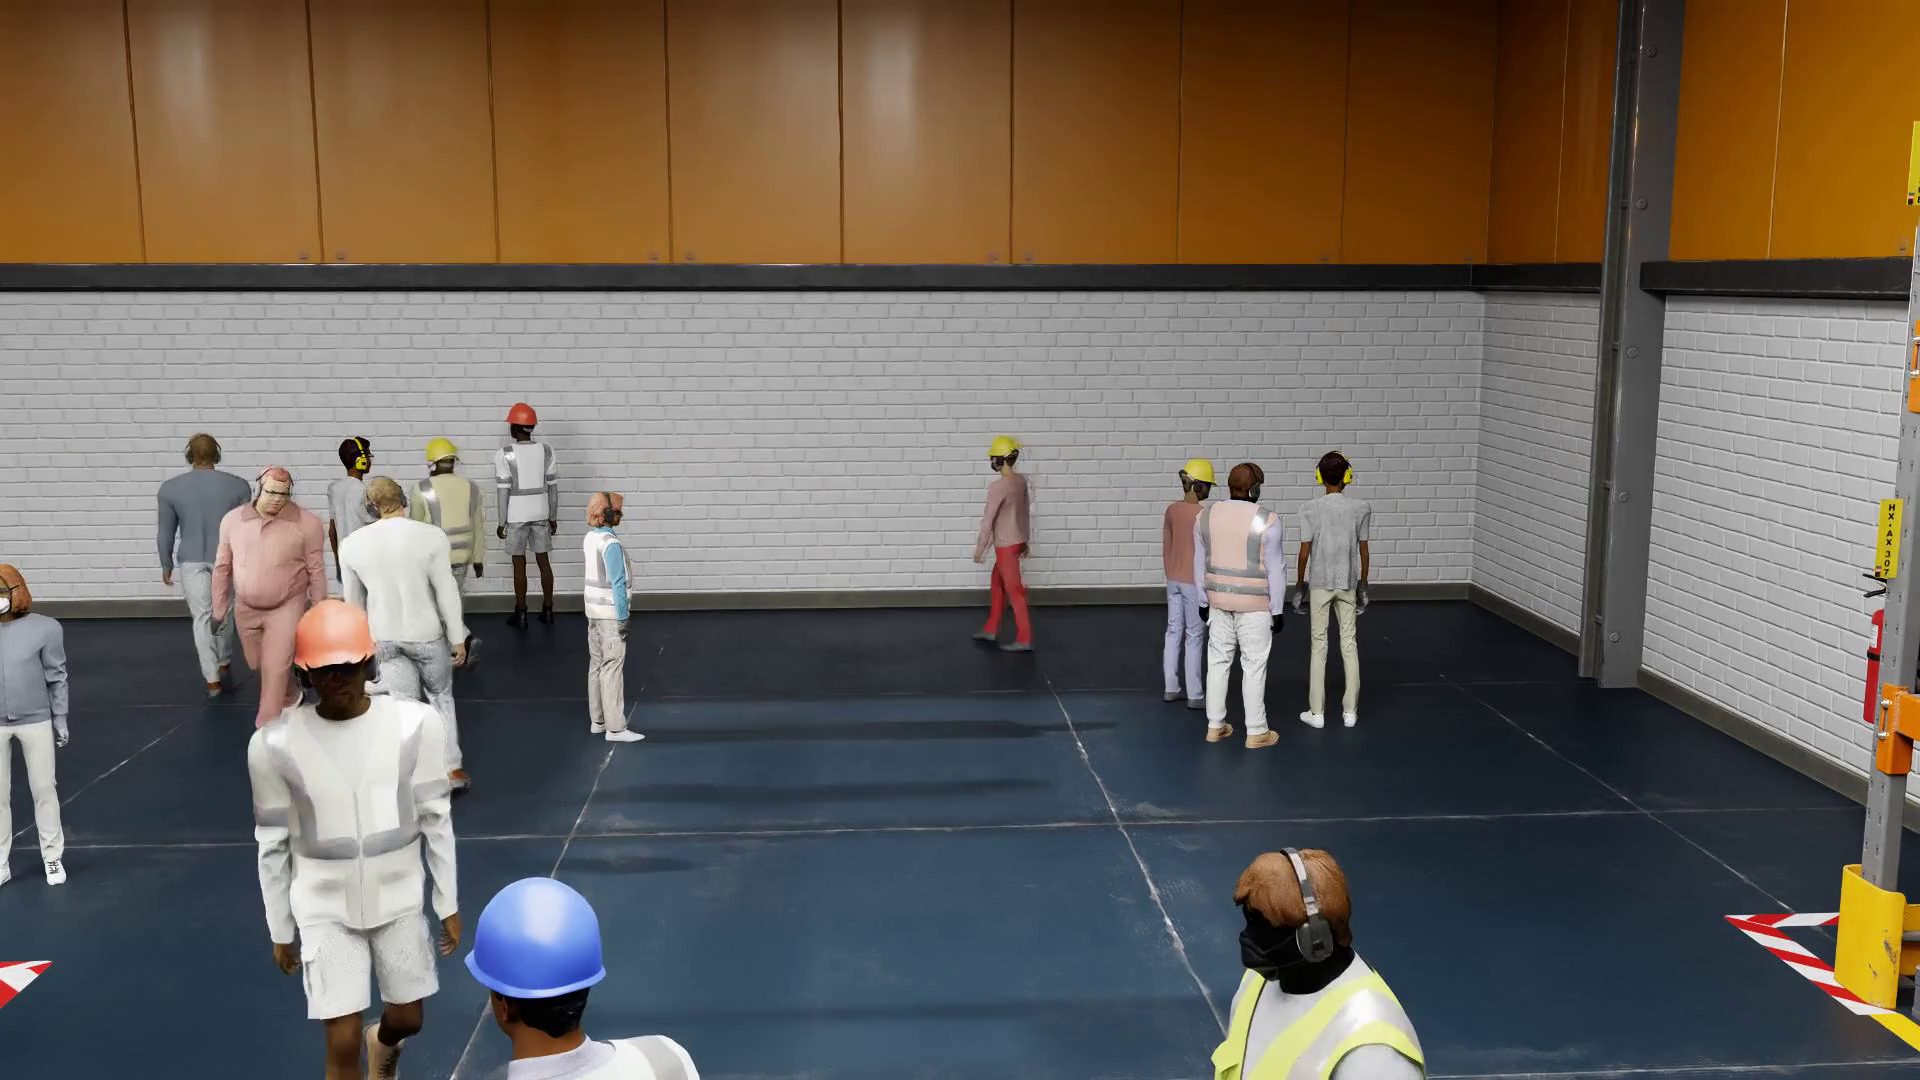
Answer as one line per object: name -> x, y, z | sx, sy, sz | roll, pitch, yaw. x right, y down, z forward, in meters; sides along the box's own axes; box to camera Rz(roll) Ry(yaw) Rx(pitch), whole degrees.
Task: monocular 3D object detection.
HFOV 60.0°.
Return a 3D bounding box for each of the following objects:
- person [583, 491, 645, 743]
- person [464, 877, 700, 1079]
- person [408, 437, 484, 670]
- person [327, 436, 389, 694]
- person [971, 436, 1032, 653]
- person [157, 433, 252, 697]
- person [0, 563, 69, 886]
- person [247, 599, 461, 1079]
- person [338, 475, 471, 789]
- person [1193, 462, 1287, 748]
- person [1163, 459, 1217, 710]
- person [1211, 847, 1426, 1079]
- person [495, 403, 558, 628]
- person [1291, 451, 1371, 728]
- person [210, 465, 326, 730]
person -> -2.289, 0.499, 10.839 | 0.307, 1.640, 0.513 | -6, 11, -33
person -> -0.738, 1.575, 3.113 | 0.389, 1.949, 0.604 | 7, 11, 37
person -> -3.903, 0.112, 12.766 | 0.765, 1.802, 0.587 | 8, 12, 40
person -> -4.357, 0.183, 12.100 | 0.519, 1.873, 0.328 | 5, 10, 30
person -> 0.287, 0.034, 13.425 | 0.760, 1.736, 0.544 | 5, 10, 28
person -> -5.530, 0.157, 12.228 | 0.647, 1.885, 1.009 | -5, 10, -26
person -> -4.674, 0.919, 8.219 | 0.500, 1.633, 0.280 | -4, 10, -22
person -> -1.990, 1.160, 5.490 | 0.611, 2.026, 0.812 | -4, 10, -25
person -> -3.175, 0.575, 9.560 | 0.688, 1.896, 0.602 | -1, 9, -4
person -> 1.819, 0.415, 10.732 | 0.636, 1.842, 0.429 | 7, 11, 37
person -> 1.633, 0.308, 11.676 | 0.335, 1.759, 0.523 | -5, 10, -29
person -> 0.743, 1.555, 3.626 | 0.429, 1.830, 0.637 | -2, 9, -12
person -> -3.744, -0.214, 14.368 | 0.551, 1.942, 0.340 | -7, 11, -37
person -> 2.491, 0.335, 11.172 | 0.520, 1.864, 0.333 | 0, 9, 0
person -> -4.396, 0.422, 10.657 | 0.688, 1.853, 0.956 | 0, 9, -1
